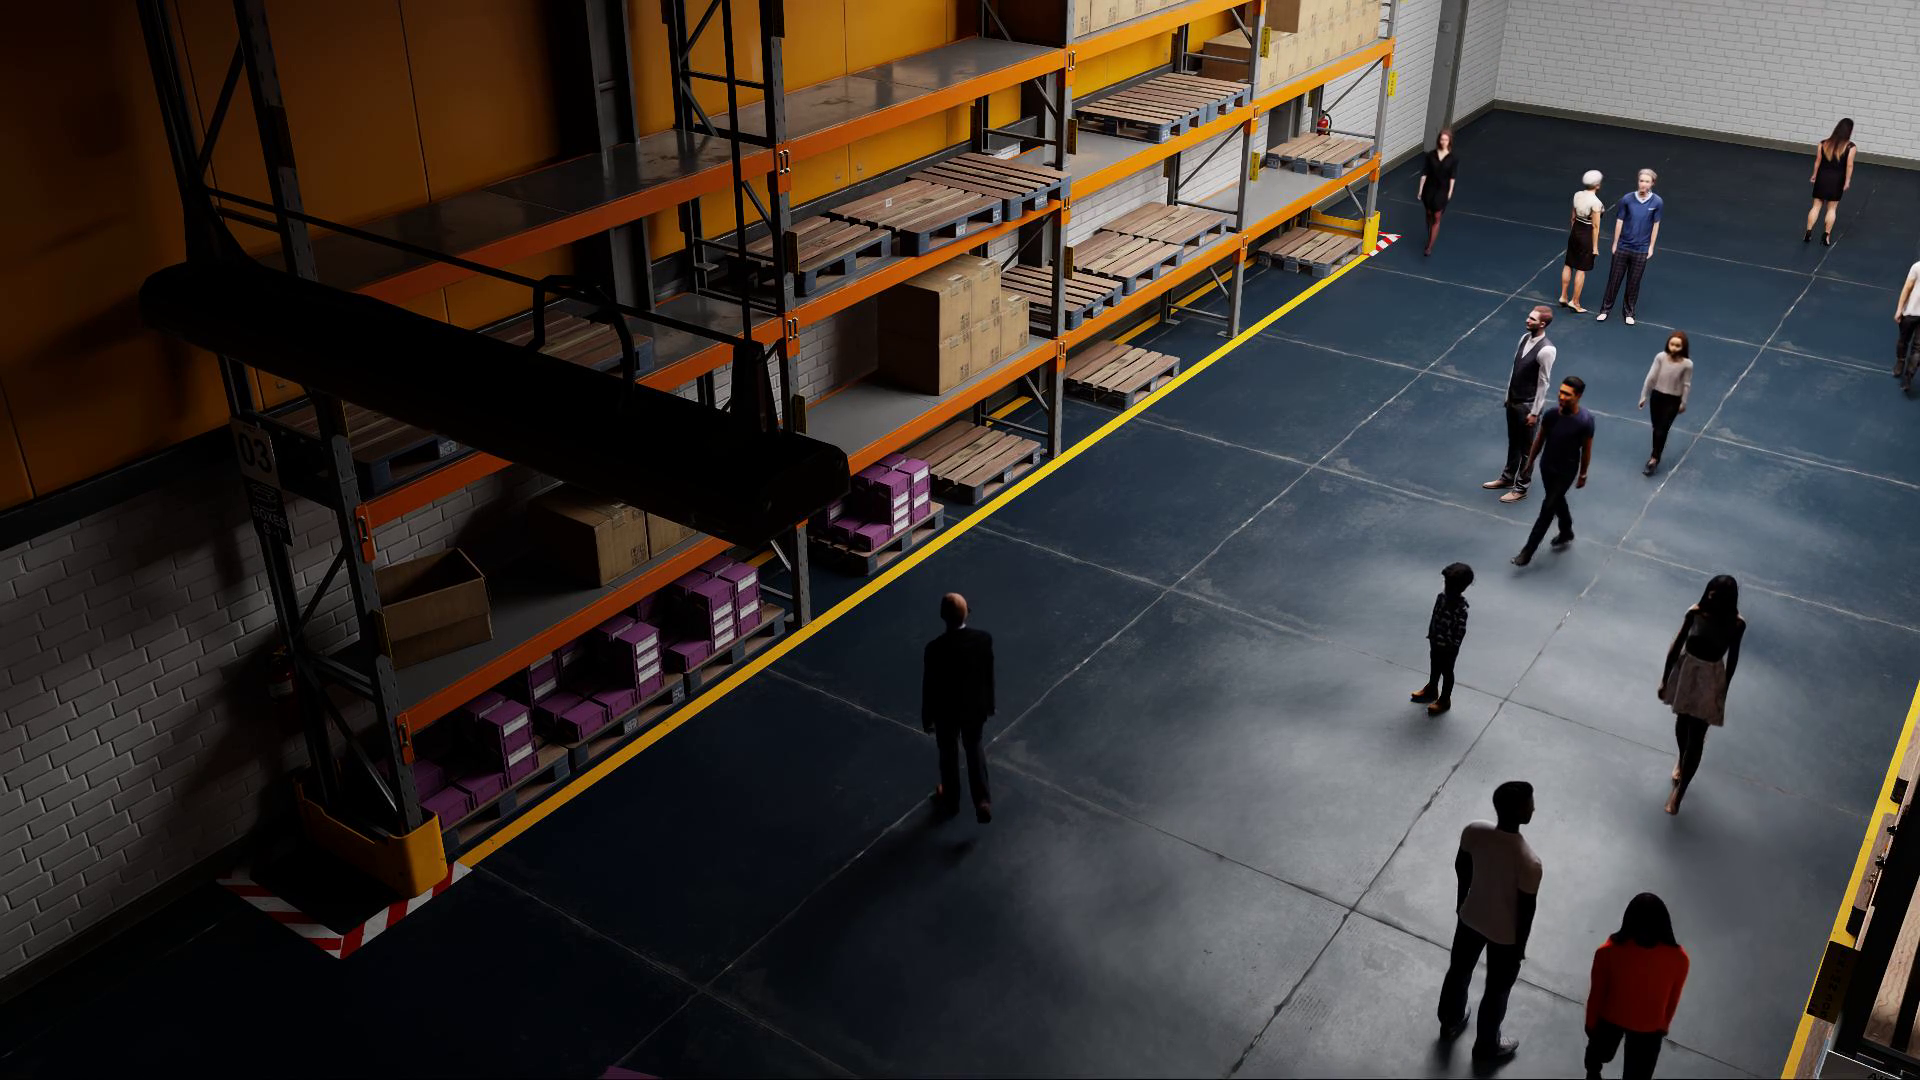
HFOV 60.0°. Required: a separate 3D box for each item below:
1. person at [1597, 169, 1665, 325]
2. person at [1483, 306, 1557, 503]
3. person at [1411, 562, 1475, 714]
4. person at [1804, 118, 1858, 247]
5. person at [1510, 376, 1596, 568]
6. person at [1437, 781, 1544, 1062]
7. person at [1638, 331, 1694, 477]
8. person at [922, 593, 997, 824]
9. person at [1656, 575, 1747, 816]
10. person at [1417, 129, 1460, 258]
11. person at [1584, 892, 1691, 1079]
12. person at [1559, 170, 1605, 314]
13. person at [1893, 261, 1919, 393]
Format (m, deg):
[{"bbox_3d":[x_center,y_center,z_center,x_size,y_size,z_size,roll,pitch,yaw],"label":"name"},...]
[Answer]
[{"bbox_3d":[8.039,-3.517,19.889,0.712,1.871,0.641,10,30,17],"label":"person"},{"bbox_3d":[5.374,-1.314,15.781,0.789,1.939,0.742,-6,29,-11],"label":"person"},{"bbox_3d":[3.731,0.732,12.746,0.620,1.254,0.579,-11,30,-19],"label":"person"},{"bbox_3d":[11.760,-4.834,22.472,0.671,1.711,0.619,22,36,35],"label":"person"},{"bbox_3d":[5.361,-0.632,14.738,1.247,1.740,0.935,-19,34,-31],"label":"person"},{"bbox_3d":[3.038,2.163,9.488,0.687,1.862,0.742,-19,34,-31],"label":"person"},{"bbox_3d":[7.001,-1.402,16.439,0.605,1.462,0.816,24,37,36],"label":"person"},{"bbox_3d":[0.025,1.192,11.343,1.012,1.790,1.045,-9,30,-16],"label":"person"},{"bbox_3d":[5.213,0.991,11.753,0.628,1.750,0.981,19,34,31],"label":"person"},{"bbox_3d":[6.343,-4.636,22.171,0.749,1.652,1.159,12,31,21],"label":"person"},{"bbox_3d":[3.557,2.555,8.945,0.892,1.694,1.188,6,29,11],"label":"person"},{"bbox_3d":[7.563,-3.634,20.224,0.719,1.756,0.702,-10,30,-18],"label":"person"},{"bbox_3d":[10.548,-2.527,18.274,0.651,1.682,1.086,17,33,28],"label":"person"}]
